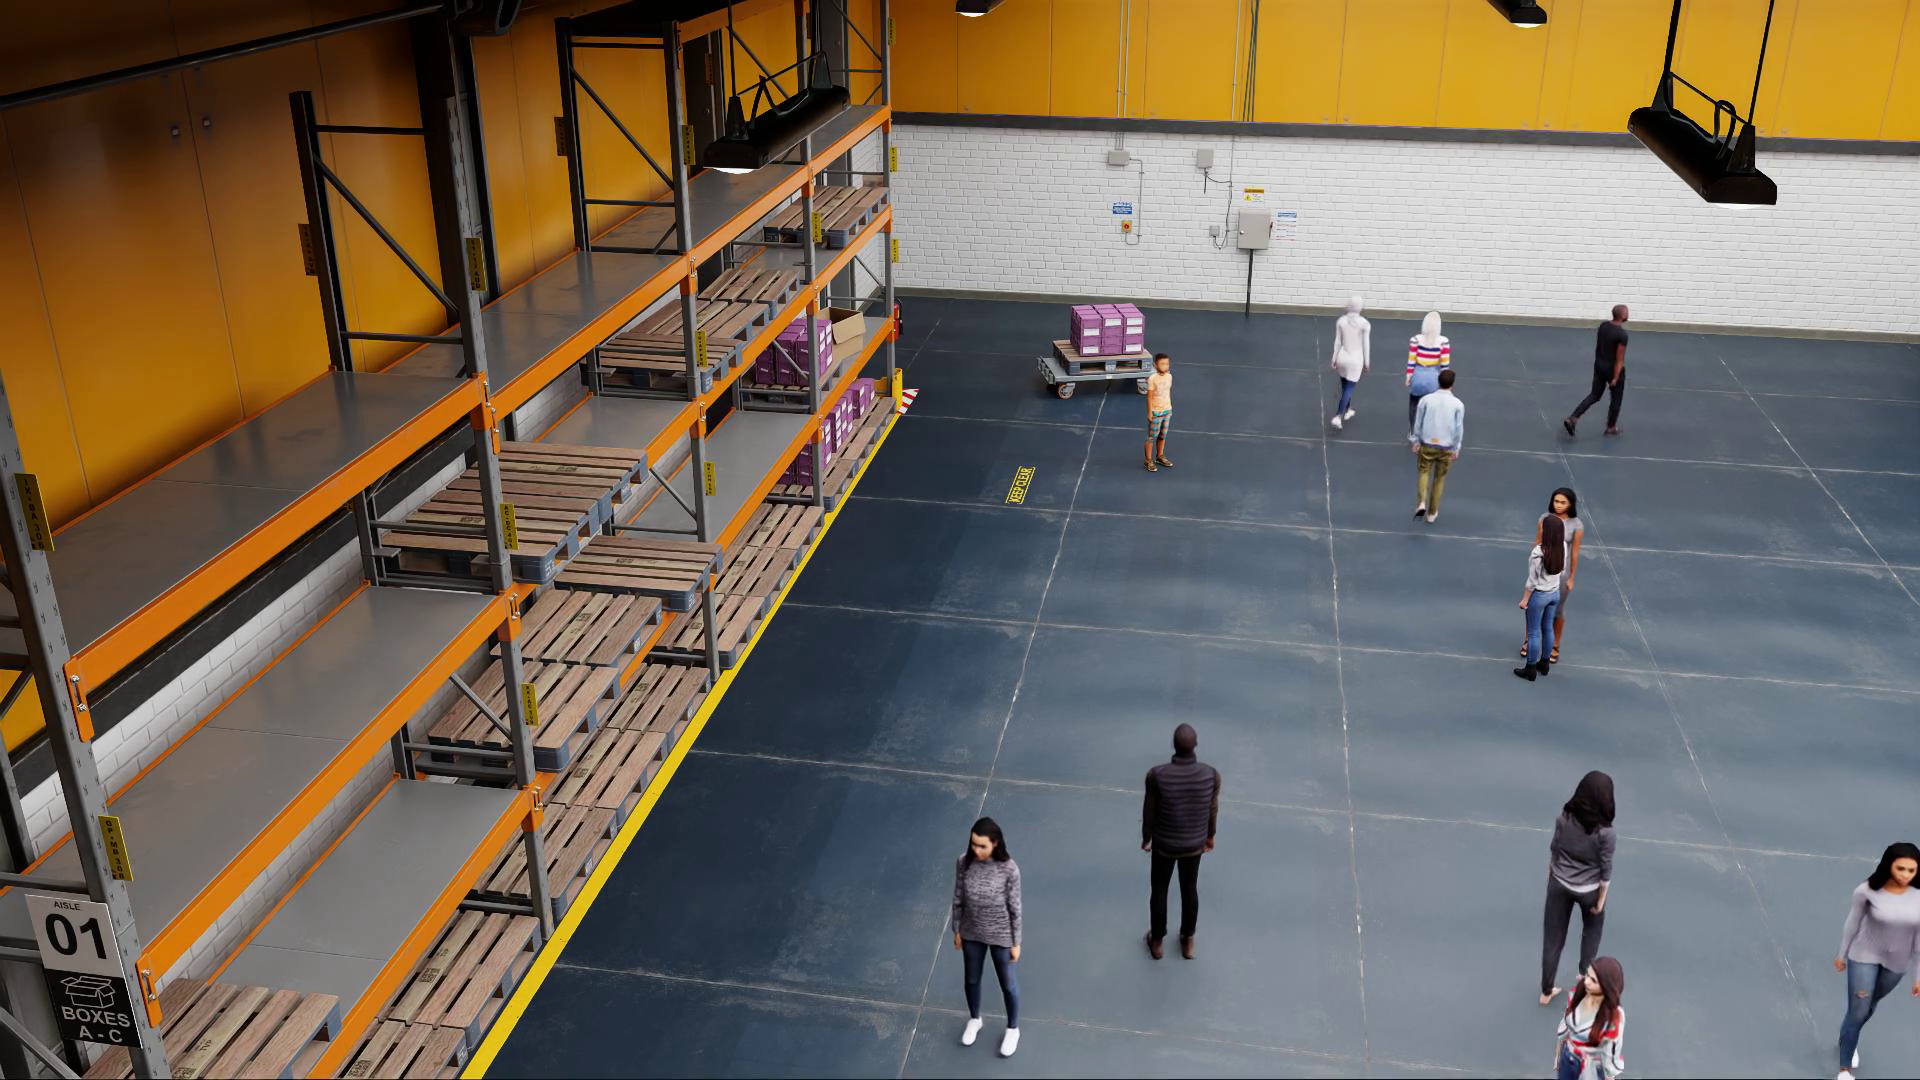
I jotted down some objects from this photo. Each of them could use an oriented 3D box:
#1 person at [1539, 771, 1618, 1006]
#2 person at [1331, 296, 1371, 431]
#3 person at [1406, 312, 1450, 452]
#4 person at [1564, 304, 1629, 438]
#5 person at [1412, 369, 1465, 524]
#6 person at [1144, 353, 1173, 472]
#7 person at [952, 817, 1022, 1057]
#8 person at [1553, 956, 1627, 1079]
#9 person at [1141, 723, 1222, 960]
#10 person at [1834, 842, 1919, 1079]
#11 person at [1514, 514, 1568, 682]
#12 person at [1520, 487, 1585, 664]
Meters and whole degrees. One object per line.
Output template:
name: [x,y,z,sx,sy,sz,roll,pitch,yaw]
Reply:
person: [4.086,2.379,11.150,0.807,1.745,0.945,16,28,32]
person: [5.092,-2.298,21.852,0.924,1.742,1.207,15,28,31]
person: [5.893,-1.996,21.096,0.685,1.795,0.704,6,24,13]
person: [8.276,-2.149,21.452,1.111,1.790,1.182,-9,25,-20]
person: [5.398,-1.034,18.886,0.759,1.802,0.777,9,25,19]
person: [2.463,-1.607,20.623,0.596,1.461,0.659,-16,28,-33]
person: [0.195,2.541,10.803,0.654,1.726,0.576,8,25,17]
person: [3.716,3.094,9.704,0.957,1.593,1.003,-8,25,-18]
person: [1.524,2.111,11.649,0.739,1.837,0.671,-2,24,-5]
person: [5.835,2.630,10.616,0.600,1.712,0.886,4,24,8]
person: [5.447,0.529,15.524,0.674,1.632,0.722,-14,27,-29]
person: [5.634,0.329,15.800,0.650,1.777,0.658,14,27,29]
